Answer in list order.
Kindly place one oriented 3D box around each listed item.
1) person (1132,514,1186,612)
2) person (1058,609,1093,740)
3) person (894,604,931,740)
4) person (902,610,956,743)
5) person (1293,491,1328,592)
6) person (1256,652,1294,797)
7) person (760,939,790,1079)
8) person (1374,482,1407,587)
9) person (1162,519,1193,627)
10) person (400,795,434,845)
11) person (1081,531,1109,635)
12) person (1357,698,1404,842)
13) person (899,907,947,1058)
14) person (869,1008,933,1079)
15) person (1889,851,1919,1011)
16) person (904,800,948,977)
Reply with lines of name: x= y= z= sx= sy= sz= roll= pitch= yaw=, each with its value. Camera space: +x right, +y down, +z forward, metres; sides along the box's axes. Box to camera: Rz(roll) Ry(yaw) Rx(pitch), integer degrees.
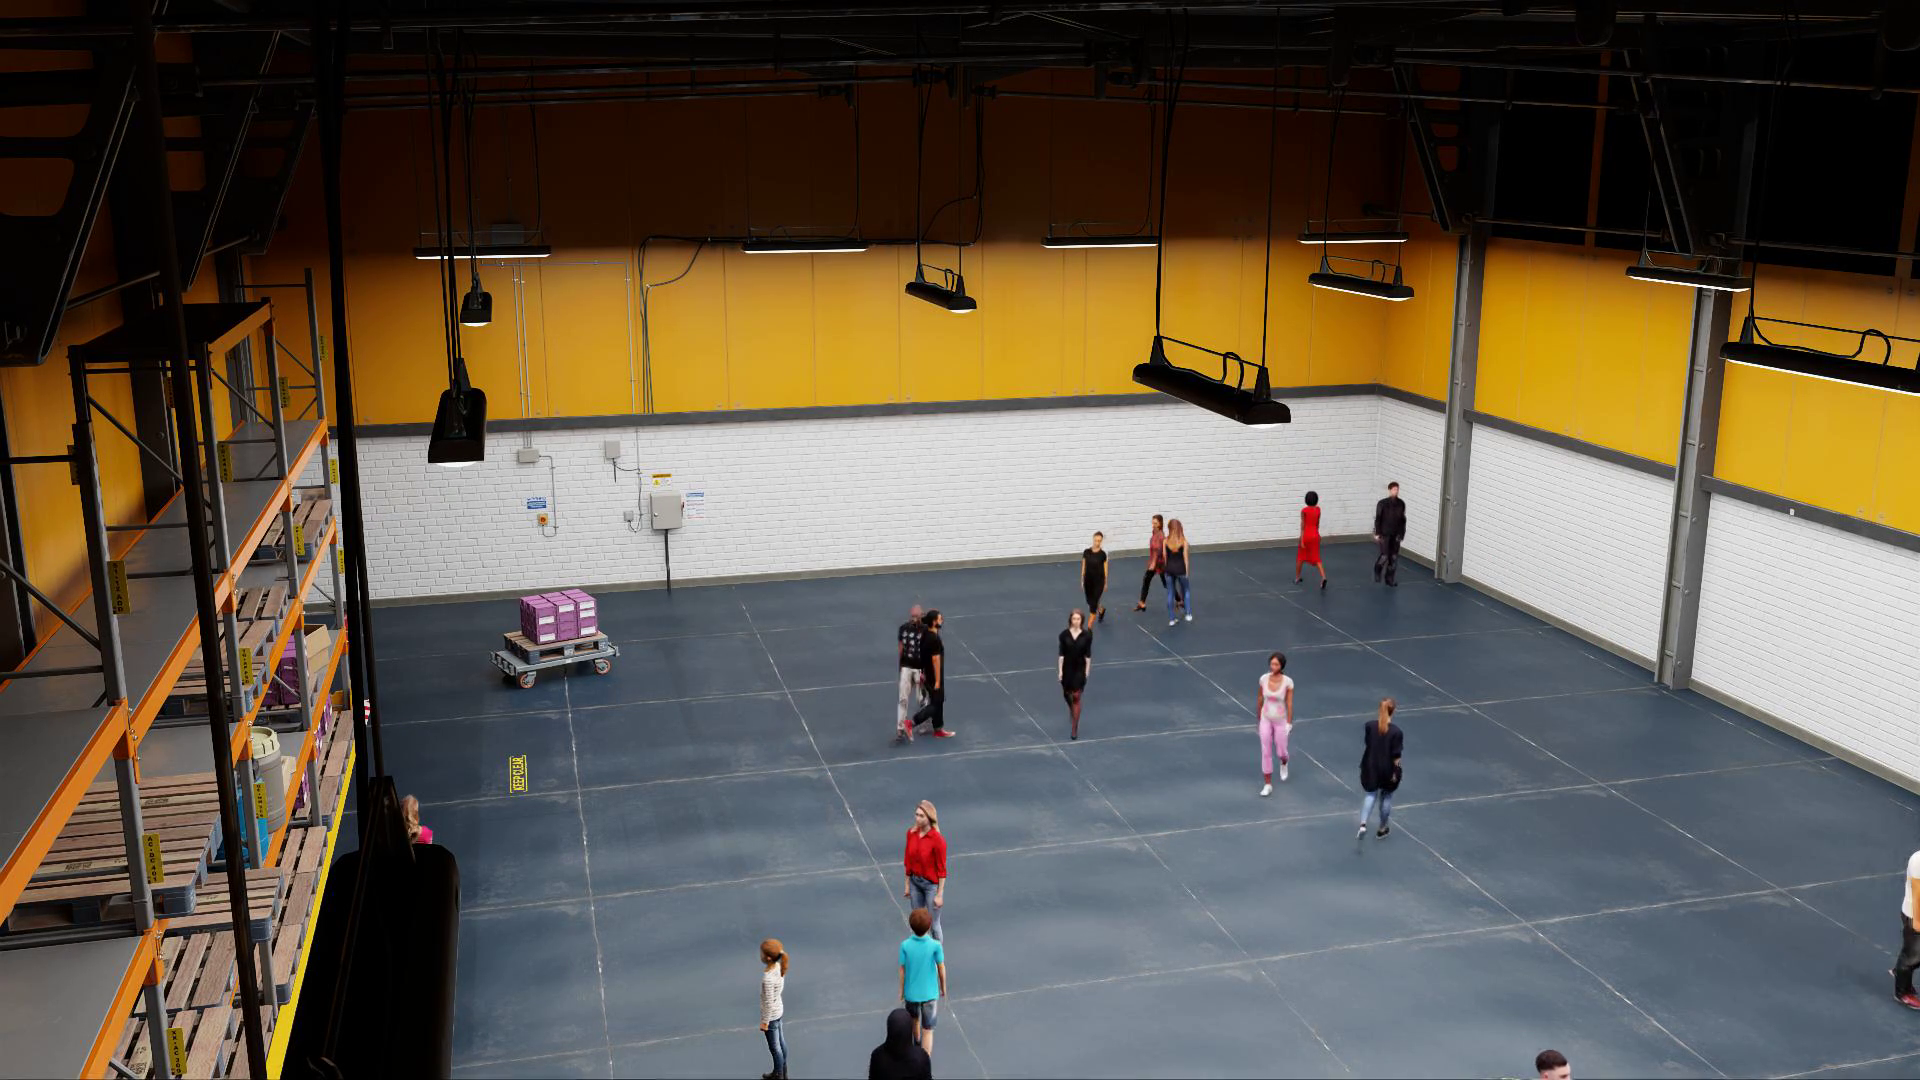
person: x=3.312 y=0.412 z=27.059 sx=0.671 sy=1.656 sz=1.004 roll=-3 pitch=14 yaw=-12
person: x=1.474 y=1.702 z=21.703 sx=0.876 sy=1.671 sz=1.141 roll=2 pitch=14 yaw=9
person: x=-0.538 y=1.686 z=21.540 sx=0.917 sy=1.778 sz=1.014 roll=6 pitch=15 yaw=23
person: x=-0.421 y=1.764 z=21.299 sx=0.739 sy=1.740 sz=0.943 roll=-5 pitch=15 yaw=-20
person: x=6.048 y=0.053 z=28.447 sx=0.707 sy=1.702 sz=1.127 roll=-6 pitch=15 yaw=-22
person: x=3.744 y=2.149 z=19.726 sx=0.863 sy=1.732 sz=0.939 roll=7 pitch=15 yaw=26
person: x=-1.516 y=3.860 z=13.543 sx=0.603 sy=1.316 sz=0.527 roll=2 pitch=14 yaw=8
person: x=7.423 y=-0.116 z=28.869 sx=0.722 sy=1.831 sz=0.707 roll=-4 pitch=14 yaw=-14
person: x=3.405 y=0.537 z=26.464 sx=0.827 sy=1.694 sz=0.898 roll=6 pitch=15 yaw=22
person: x=-5.076 y=3.215 z=15.371 sx=0.589 sy=1.710 sz=0.907 roll=-4 pitch=14 yaw=-15
person: x=2.145 y=0.657 z=26.089 sx=0.995 sy=1.637 sz=1.052 roll=8 pitch=16 yaw=30
person: x=4.574 y=2.547 z=18.216 sx=0.968 sy=1.669 sz=1.017 roll=9 pitch=16 yaw=32
person: x=-0.324 y=3.761 z=13.733 sx=0.746 sy=1.420 sz=1.028 roll=1 pitch=14 yaw=6
person: x=-0.448 y=4.121 z=11.840 sx=0.772 sy=1.610 sz=0.919 roll=1 pitch=14 yaw=3
person: x=8.517 y=3.295 z=14.868 sx=0.705 sy=1.790 sz=0.738 roll=-7 pitch=15 yaw=-26
person: x=-0.314 y=3.213 z=15.388 sx=0.658 sy=1.705 sz=0.743 roll=10 pitch=17 yaw=34
